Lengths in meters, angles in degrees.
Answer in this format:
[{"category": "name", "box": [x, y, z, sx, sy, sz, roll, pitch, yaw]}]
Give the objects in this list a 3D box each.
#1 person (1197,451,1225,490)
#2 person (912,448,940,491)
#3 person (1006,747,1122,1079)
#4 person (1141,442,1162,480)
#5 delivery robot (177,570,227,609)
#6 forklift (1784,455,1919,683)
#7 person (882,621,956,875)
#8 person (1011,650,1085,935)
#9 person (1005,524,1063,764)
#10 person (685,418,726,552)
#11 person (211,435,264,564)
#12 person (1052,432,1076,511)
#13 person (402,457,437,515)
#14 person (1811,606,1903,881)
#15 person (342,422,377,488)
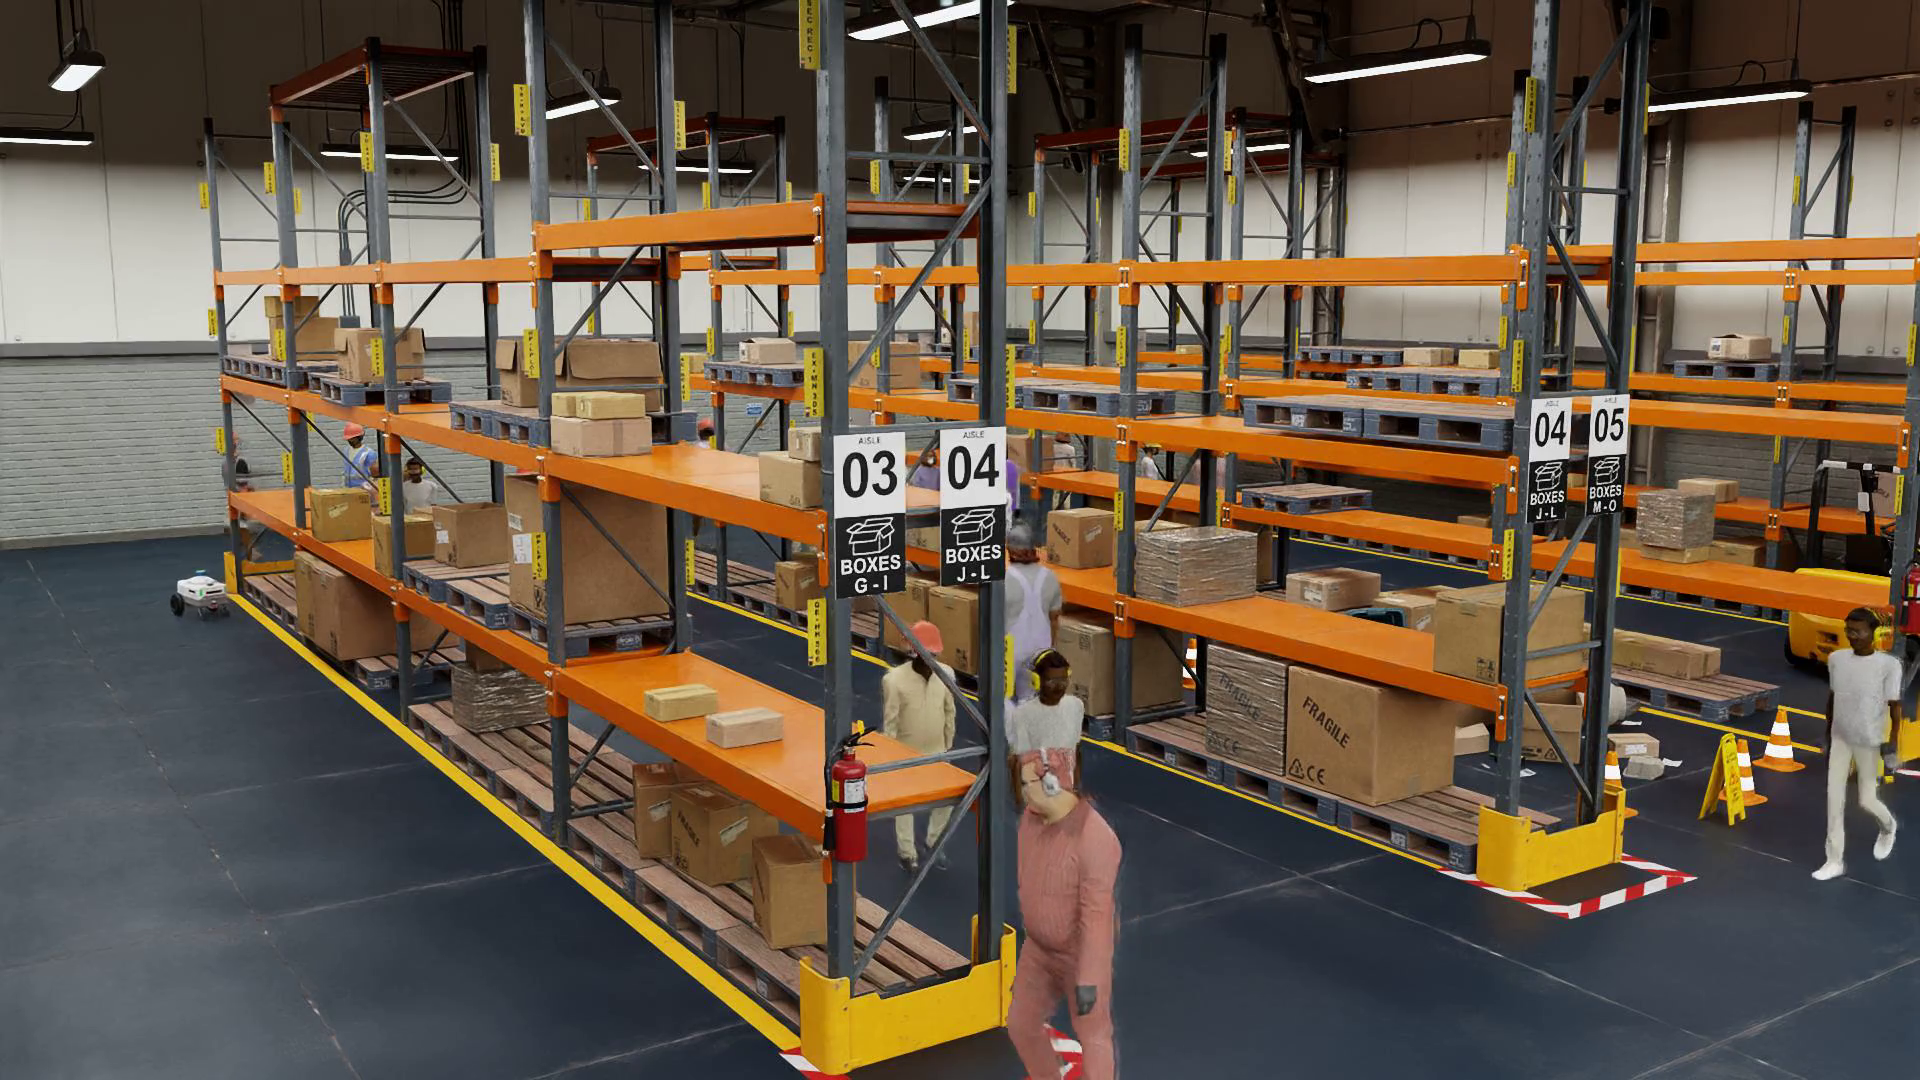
[{"category": "person", "box": [3.757, -0.642, 24.592, 0.539, 1.744, 0.385, -3, 9, -17]}, {"category": "person", "box": [-0.471, -0.541, 24.313, 0.504, 1.632, 0.270, -5, 10, -31]}, {"category": "person", "box": [0.455, 1.863, 7.489, 0.557, 1.880, 0.703, -7, 11, -38]}, {"category": "person", "box": [2.825, -0.670, 24.736, 0.326, 1.766, 0.532, 1, 9, 4]}, {"category": "delivery robot", "box": [-9.084, 0.608, 19.929, 0.707, 0.478, 0.477, 8, 12, 43]}, {"category": "forklift", "box": [9.643, 0.253, 17.172, 2.313, 2.155, 1.214, -6, 10, -33]}, {"category": "person", "box": [-0.265, 1.393, 11.107, 0.581, 1.736, 0.423, -4, 9, -26]}, {"category": "person", "box": [0.565, 1.557, 9.669, 0.526, 1.829, 0.903, -4, 9, -23]}, {"category": "person", "box": [0.472, 0.857, 13.656, 0.711, 2.000, 0.565, -5, 10, -29]}, {"category": "person", "box": [-3.836, -0.820, 24.968, 0.615, 1.994, 0.995, -7, 11, -38]}, {"category": "person", "box": [-9.903, -0.501, 22.763, 0.647, 2.017, 0.554, 8, 12, 44]}, {"category": "person", "box": [1.708, -1.038, 27.622, 0.500, 1.633, 0.284, 5, 10, 32]}, {"category": "person", "box": [-6.740, -0.115, 20.741, 0.514, 1.861, 0.327, -2, 9, -13]}, {"category": "person", "box": [6.036, 1.338, 11.101, 0.737, 1.848, 0.523, -6, 10, -33]}, {"category": "person", "box": [-8.653, -0.679, 23.896, 0.605, 2.037, 0.388, 4, 9, 25]}]
